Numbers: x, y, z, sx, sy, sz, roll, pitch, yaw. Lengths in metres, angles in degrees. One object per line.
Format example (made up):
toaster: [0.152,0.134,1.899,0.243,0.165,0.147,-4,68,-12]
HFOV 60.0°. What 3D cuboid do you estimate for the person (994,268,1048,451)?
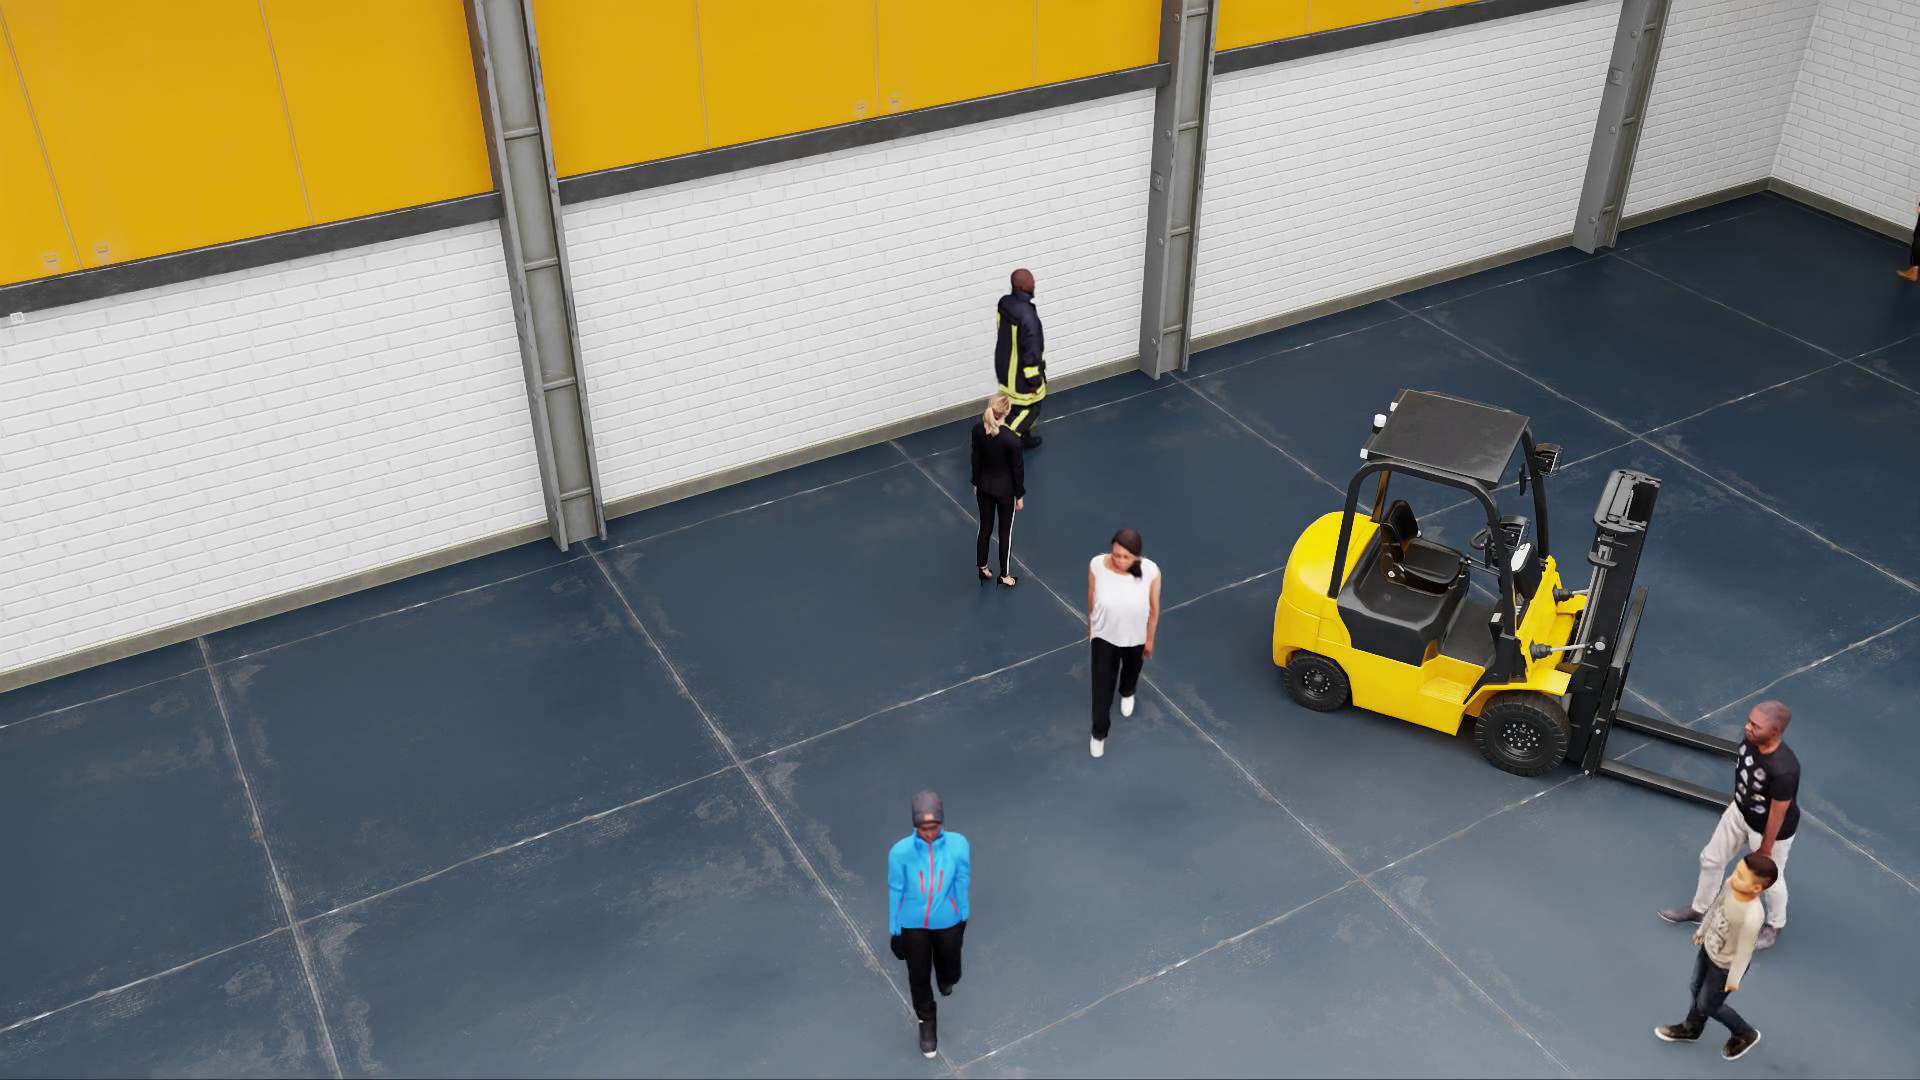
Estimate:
person: [0.485,-1.525,14.520,0.915,1.831,0.783,-14,36,-20]

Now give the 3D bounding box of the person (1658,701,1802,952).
person: [4.756,1.679,9.768,1.036,1.755,0.859,-6,34,-9]

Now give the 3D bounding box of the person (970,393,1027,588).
person: [0.282,-0.372,12.898,0.702,1.706,0.702,18,38,25]

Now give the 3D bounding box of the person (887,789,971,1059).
person: [-0.180,2.043,9.196,0.870,1.782,0.857,-4,34,-6]

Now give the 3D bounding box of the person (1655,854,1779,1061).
person: [4.264,2.290,9.124,0.841,1.451,0.756,3,34,5]

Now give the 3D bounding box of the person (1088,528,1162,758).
person: [1.139,0.605,11.481,1.109,1.647,1.111,5,34,7]
